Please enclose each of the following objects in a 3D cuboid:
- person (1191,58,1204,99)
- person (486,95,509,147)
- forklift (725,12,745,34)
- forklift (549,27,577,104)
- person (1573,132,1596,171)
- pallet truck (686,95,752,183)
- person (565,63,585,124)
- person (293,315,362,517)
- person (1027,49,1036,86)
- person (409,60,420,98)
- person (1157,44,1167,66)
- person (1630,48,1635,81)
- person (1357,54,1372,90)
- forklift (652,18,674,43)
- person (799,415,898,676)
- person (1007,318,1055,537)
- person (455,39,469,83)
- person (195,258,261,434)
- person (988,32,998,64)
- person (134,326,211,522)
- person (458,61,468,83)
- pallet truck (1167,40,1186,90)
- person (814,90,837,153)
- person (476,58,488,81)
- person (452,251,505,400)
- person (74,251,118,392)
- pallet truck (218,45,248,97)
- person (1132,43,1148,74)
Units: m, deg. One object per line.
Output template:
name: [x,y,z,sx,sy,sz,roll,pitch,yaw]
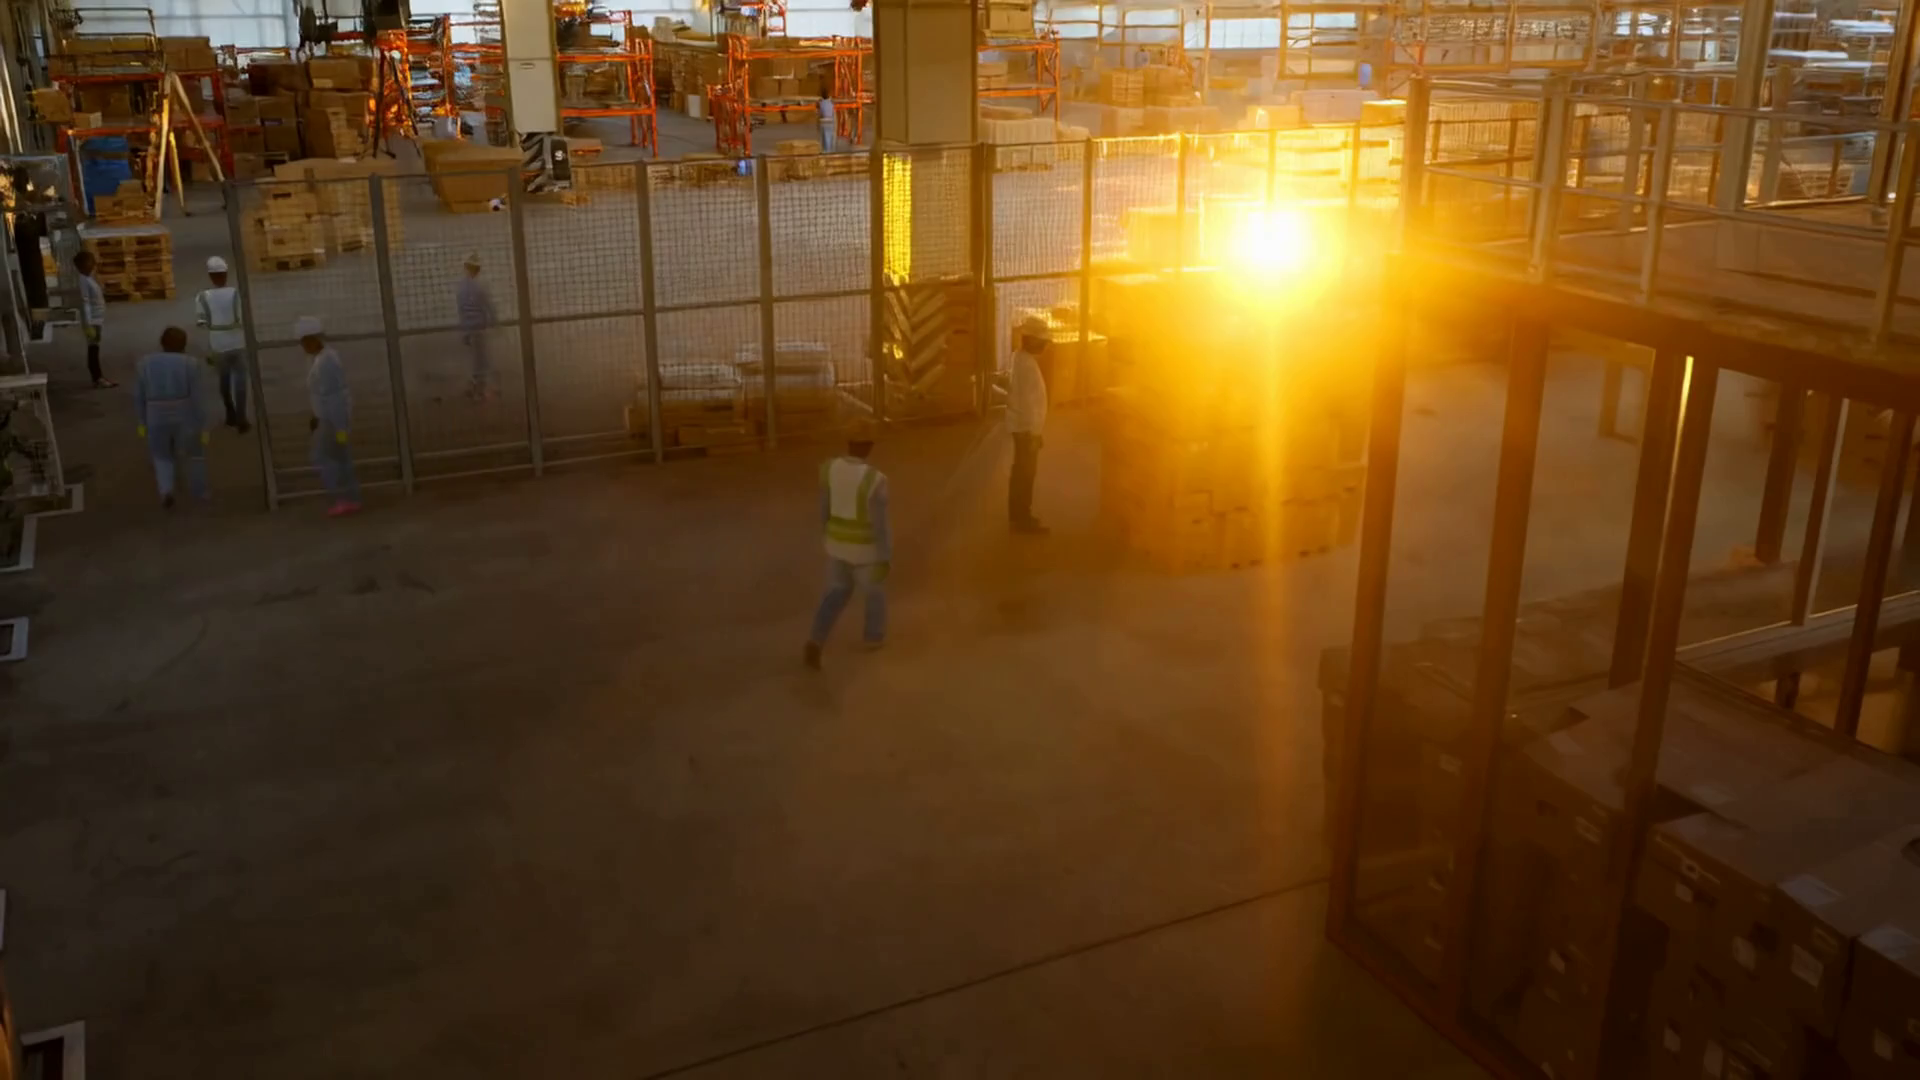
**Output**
person: [8.808,-16.995,61.724,0.535,1.697,0.318,-10,21,-26]
person: [-11.827,-10.364,42.285,0.631,1.841,0.597,9,21,24]
forklift: [-10.835,-24.077,80.465,1.129,2.768,1.873,-9,21,-25]
forklift: [-15.298,-17.688,61.945,1.873,2.768,1.129,-9,21,-25]
person: [11.697,-6.671,31.308,0.543,2.016,0.623,-3,19,-10]
pallet truck: [-5.836,-9.608,39.856,0.823,1.965,1.885,10,22,27]
person: [-12.565,-14.564,54.310,0.630,1.940,0.372,-3,19,-8]
person: [-5.887,-1.152,15.483,0.476,1.901,0.575,-5,20,-14]
person: [2.906,-19.399,68.363,0.398,1.915,0.589,3,19,9]
person: [-20.226,-16.886,61.491,0.520,1.639,0.312,-6,20,-16]
person: [8.352,-19.504,68.681,0.449,1.905,0.660,11,22,28]
person: [30.309,-21.651,75.349,0.503,1.614,0.673,-12,22,-31]
person: [14.834,-16.812,60.906,0.976,1.895,0.559,-14,23,-35]
forklift: [-12.849,-21.249,72.267,1.873,2.768,1.129,14,24,36]
person: [-0.803,0.053,11.968,0.602,1.924,0.852,12,22,30]
person: [0.634,-1.023,14.989,0.407,1.980,0.622,-4,19,-10]
person: [-22.075,-21.187,73.568,0.755,1.905,0.491,7,20,18]
person: [-8.093,-2.180,18.476,0.571,1.901,0.886,-4,20,-12]
person: [1.632,-23.278,79.558,0.651,1.933,0.977,-17,25,-40]
person: [-7.257,-1.050,15.347,0.688,1.802,0.791,-4,19,-12]
person: [-17.412,-15.912,58.458,0.912,1.793,0.517,8,21,23]
pallet truck: [9.045,-19.971,69.895,0.823,1.965,1.885,-3,19,-8]
person: [-3.547,-10.941,43.955,0.620,1.845,0.430,-6,20,-17]
person: [-17.561,-16.867,61.283,0.296,1.744,0.487,14,24,36]
person: [-5.712,-2.553,19.785,0.532,1.751,0.534,7,20,19]
person: [-10.488,-2.641,20.121,0.320,1.692,0.532,-7,20,-19]
pallet truck: [-28.879,-18.665,66.111,0.823,1.965,1.885,-3,19,-9]
person: [7.498,-19.808,69.553,0.657,1.927,0.869,-4,19,-12]
